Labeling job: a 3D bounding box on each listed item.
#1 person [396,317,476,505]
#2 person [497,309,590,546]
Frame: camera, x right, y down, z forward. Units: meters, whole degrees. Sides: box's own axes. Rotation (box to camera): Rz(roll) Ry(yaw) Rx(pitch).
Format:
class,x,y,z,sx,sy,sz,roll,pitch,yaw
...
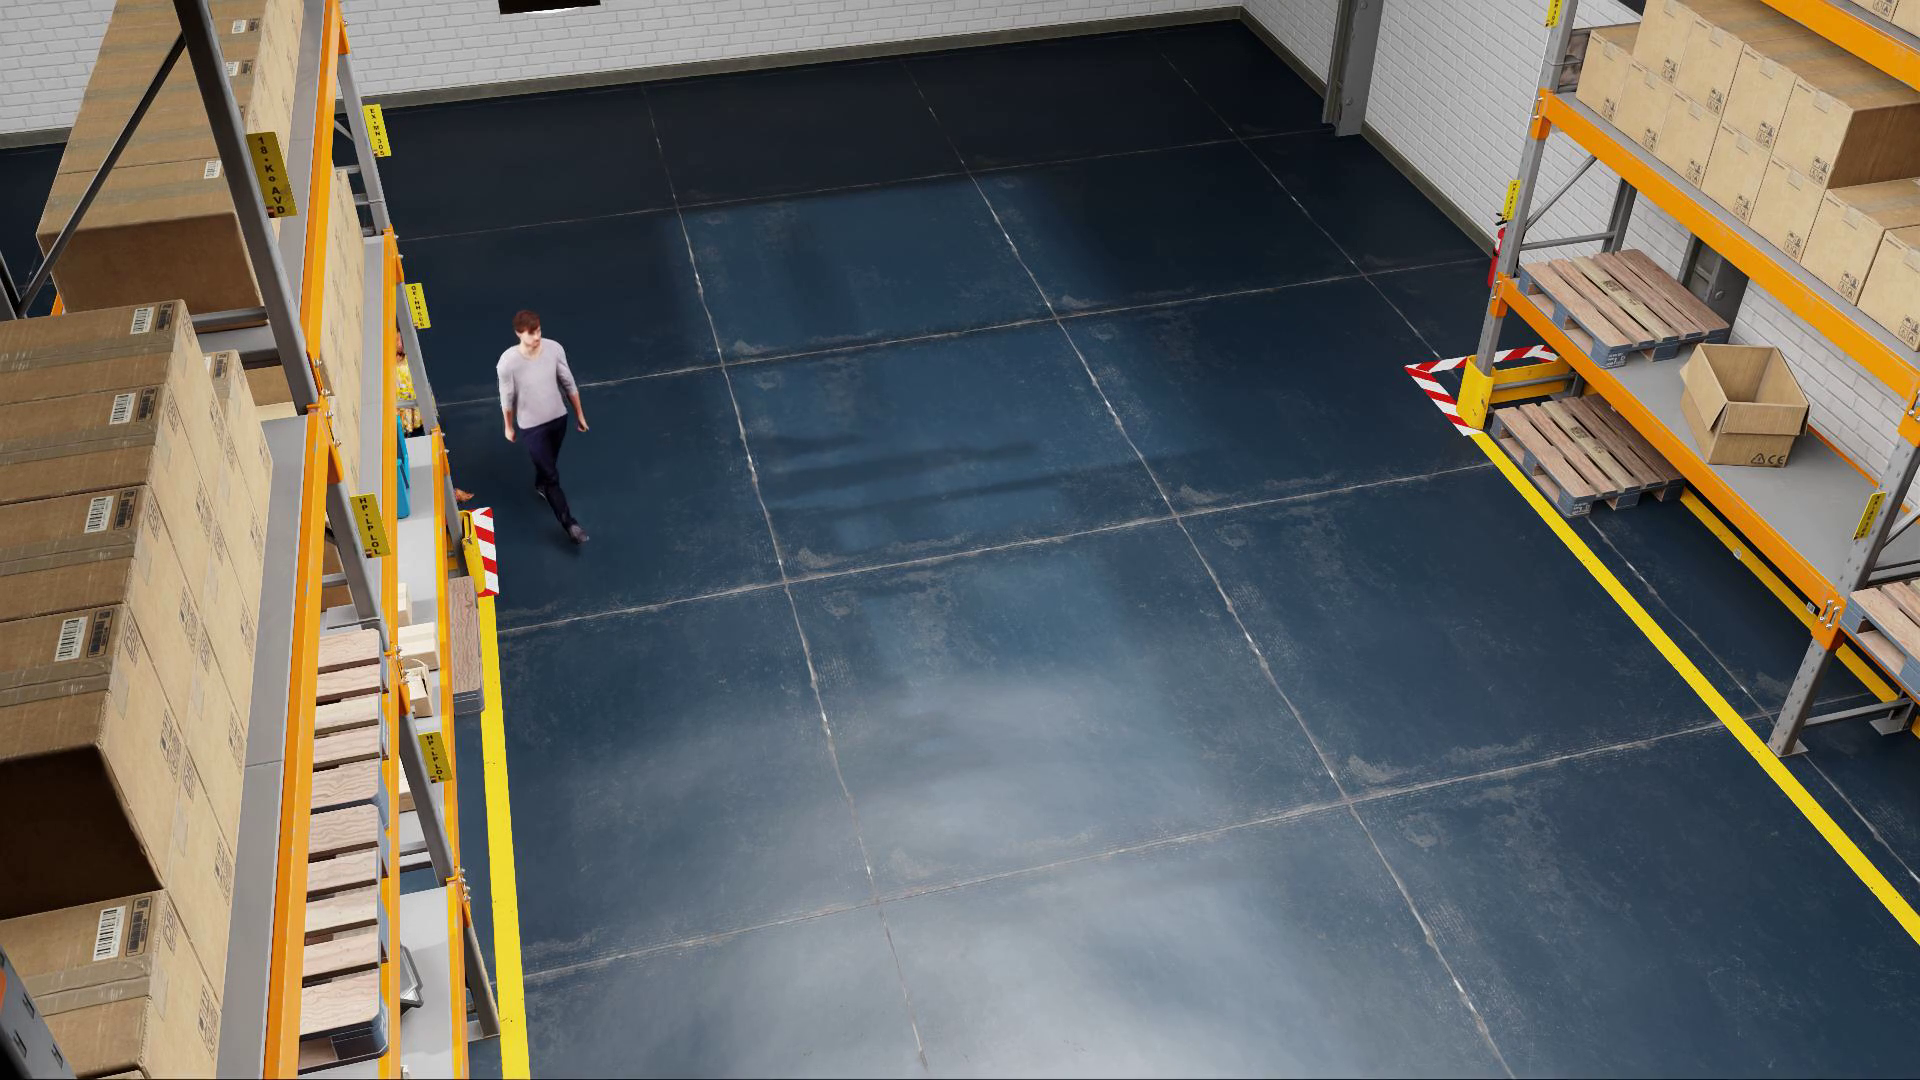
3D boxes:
class,x,y,z,sx,sy,sz,roll,pitch,yaw
person,-4.178,-0.916,12.248,1.061,1.598,1.097,10,40,12
person,-3.075,-0.898,12.073,1.022,1.790,1.272,-28,47,-31
